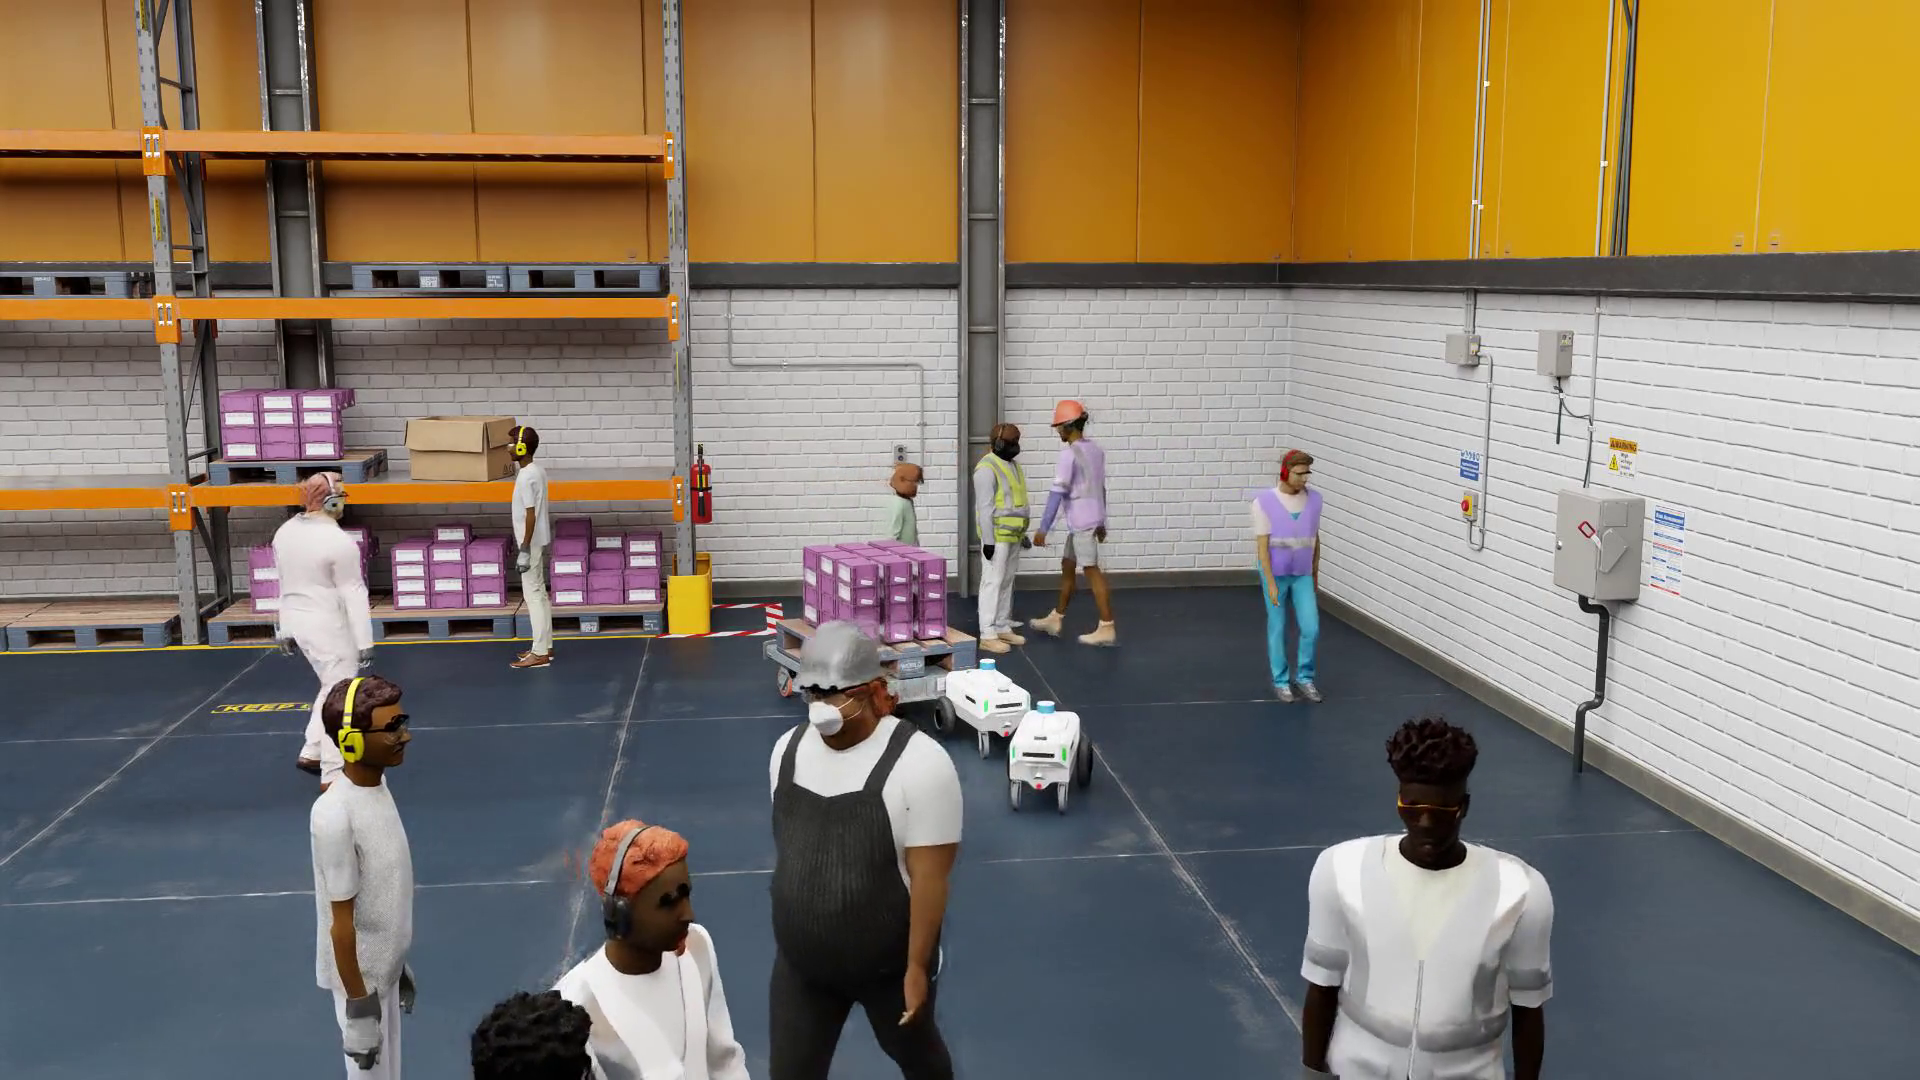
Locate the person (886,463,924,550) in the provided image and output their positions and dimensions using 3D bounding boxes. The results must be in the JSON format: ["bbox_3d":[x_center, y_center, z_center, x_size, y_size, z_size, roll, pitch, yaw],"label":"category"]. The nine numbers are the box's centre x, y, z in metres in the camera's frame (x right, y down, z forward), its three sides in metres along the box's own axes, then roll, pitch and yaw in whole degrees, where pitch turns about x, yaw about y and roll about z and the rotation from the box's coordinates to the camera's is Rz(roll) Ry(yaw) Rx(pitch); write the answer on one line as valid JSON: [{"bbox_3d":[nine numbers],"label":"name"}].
[{"bbox_3d":[-0.419,0.176,12.935,0.859,1.568,0.605,1,9,5],"label":"person"}]

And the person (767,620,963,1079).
[{"bbox_3d":[-0.311,1.185,5.226,0.683,2.000,1.031,4,10,24],"label":"person"}]

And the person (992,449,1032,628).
[{"bbox_3d":[0.368,-0.038,14.163,0.367,1.615,0.543,-3,10,-20],"label":"person"}]

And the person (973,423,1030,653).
[{"bbox_3d":[0.347,-0.027,13.418,0.429,1.839,0.633,4,10,25],"label":"person"}]

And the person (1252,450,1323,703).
[{"bbox_3d":[2.296,0.267,11.657,0.565,1.811,0.516,-2,9,-14],"label":"person"}]

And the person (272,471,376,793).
[{"bbox_3d":[-3.667,0.538,9.729,0.668,1.887,0.441,6,11,34],"label":"person"}]

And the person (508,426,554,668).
[{"bbox_3d":[-3.331,0.051,12.836,0.314,1.869,0.535,0,9,-2],"label":"person"}]

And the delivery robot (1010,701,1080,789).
[{"bbox_3d":[0.495,1.175,9.618,0.477,0.478,0.707,2,9,9],"label":"delivery robot"}]

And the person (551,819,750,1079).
[{"bbox_3d":[-0.628,1.526,3.721,0.947,1.832,0.587,3,10,20],"label":"person"}]

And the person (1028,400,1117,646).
[{"bbox_3d":[0.892,-0.138,13.616,0.951,1.987,0.645,4,10,26],"label":"person"}]

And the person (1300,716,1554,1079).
[{"bbox_3d":[1.177,1.389,4.272,0.617,1.945,0.476,3,10,21],"label":"person"}]

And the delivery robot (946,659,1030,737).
[{"bbox_3d":[0.176,1.007,10.664,0.477,0.478,0.707,-3,10,-21],"label":"delivery robot"}]

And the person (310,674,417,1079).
[{"bbox_3d":[-1.728,1.315,4.948,0.329,1.872,0.510,-1,9,-8],"label":"person"}]

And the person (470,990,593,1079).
[{"bbox_3d":[-0.926,1.680,3.283,0.445,1.660,0.544,-4,10,-21],"label":"person"}]
